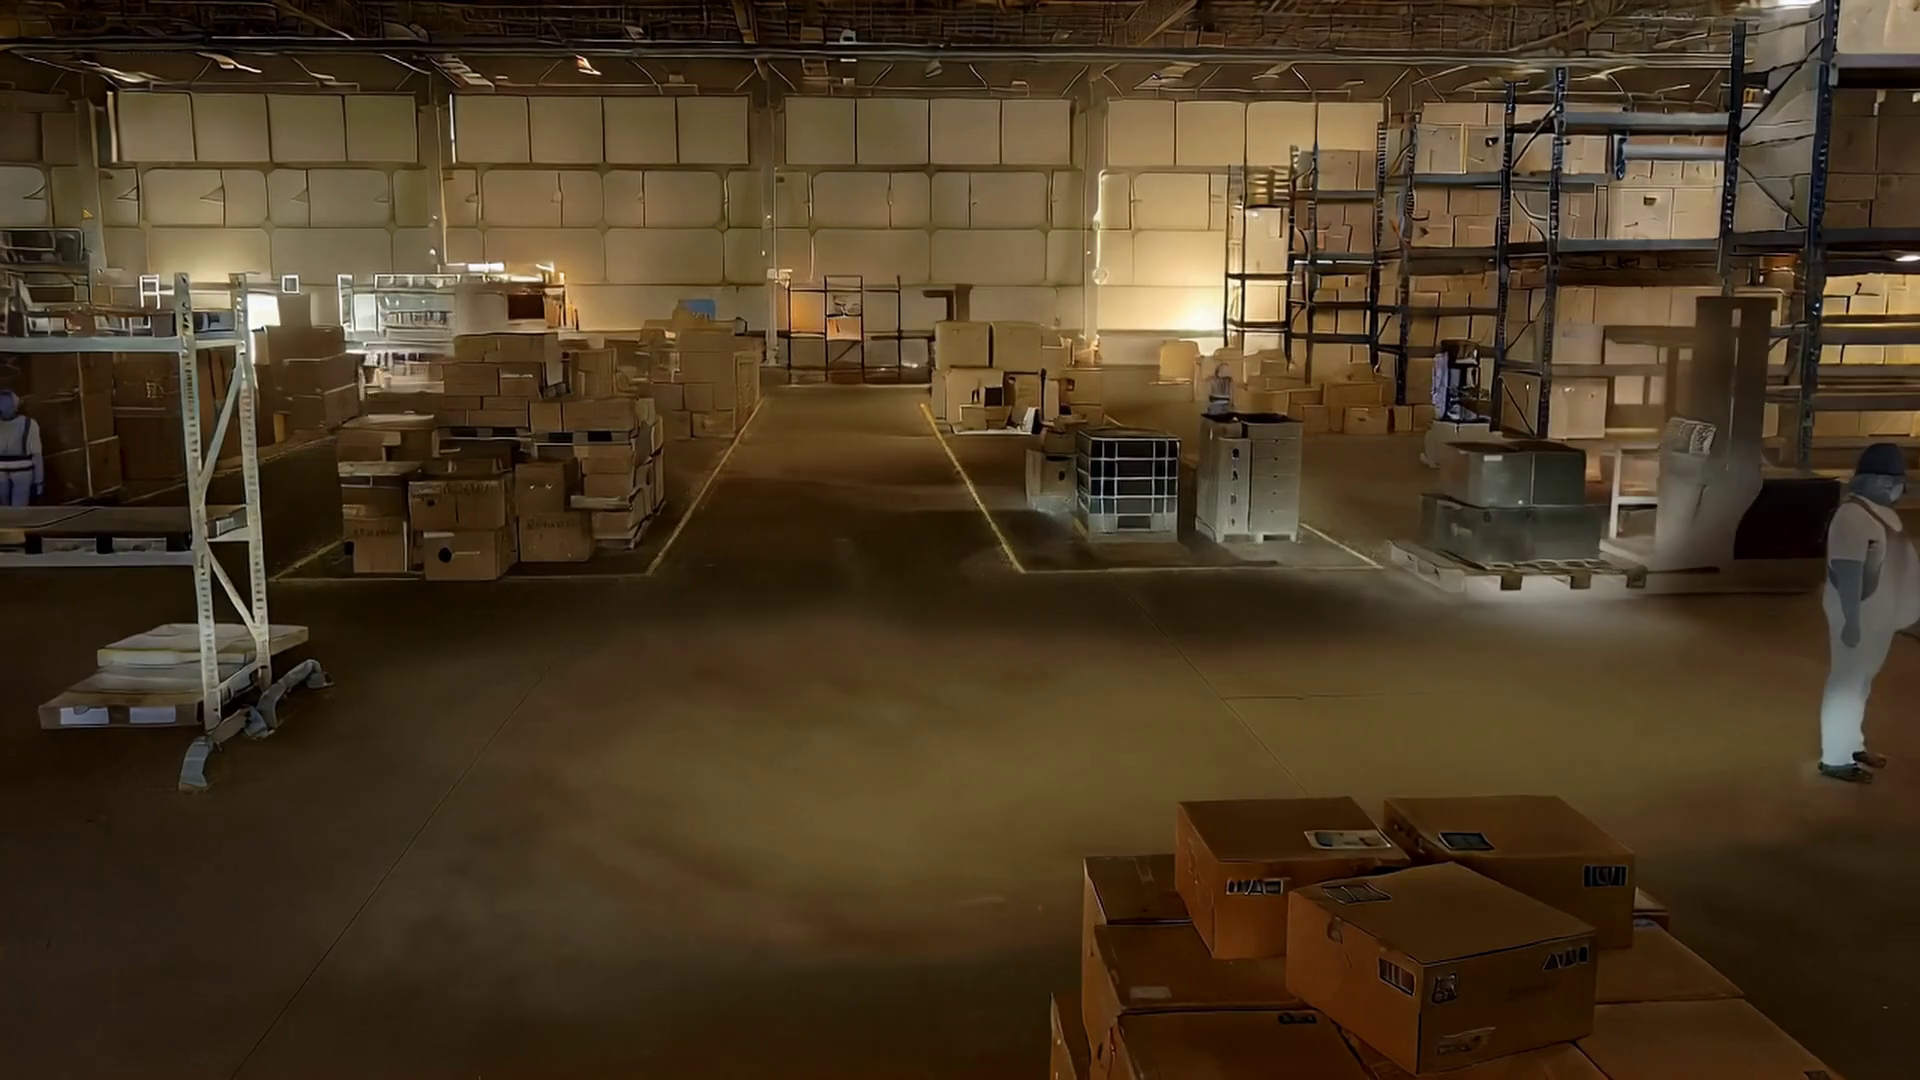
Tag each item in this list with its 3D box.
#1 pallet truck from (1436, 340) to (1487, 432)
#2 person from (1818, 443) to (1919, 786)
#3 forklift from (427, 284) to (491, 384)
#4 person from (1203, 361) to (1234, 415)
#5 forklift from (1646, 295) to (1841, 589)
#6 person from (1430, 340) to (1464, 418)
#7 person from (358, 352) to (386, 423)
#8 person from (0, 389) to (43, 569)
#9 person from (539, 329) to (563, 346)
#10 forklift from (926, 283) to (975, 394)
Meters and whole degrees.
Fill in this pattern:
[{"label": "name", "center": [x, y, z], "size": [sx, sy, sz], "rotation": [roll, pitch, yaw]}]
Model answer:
[{"label": "pallet truck", "center": [8.004, -2.170, 26.422], "size": [0.823, 1.965, 1.885], "rotation": [2, 9, 14]}, {"label": "person", "center": [5.472, 0.429, 9.967], "size": [0.536, 2.000, 0.688], "rotation": [8, 12, 40]}, {"label": "forklift", "center": [-10.652, -4.210, 36.466], "size": [1.873, 2.768, 1.129], "rotation": [3, 9, 16]}, {"label": "person", "center": [4.275, -2.191, 27.758], "size": [0.513, 1.612, 0.774], "rotation": [-3, 9, -16]}, {"label": "forklift", "center": [7.480, -0.987, 16.228], "size": [1.873, 2.768, 1.129], "rotation": [-1, 9, -4]}, {"label": "person", "center": [8.941, -2.768, 30.654], "size": [0.625, 1.847, 0.429], "rotation": [-3, 10, -19]}, {"label": "person", "center": [-10.938, -2.685, 30.860], "size": [0.519, 1.614, 0.751], "rotation": [3, 9, 18]}, {"label": "person", "center": [-9.883, -0.657, 17.381], "size": [0.580, 1.858, 0.826], "rotation": [-2, 9, -10]}, {"label": "person", "center": [-8.656, -3.503, 35.124], "size": [0.685, 1.896, 0.691], "rotation": [-6, 11, -35]}, {"label": "forklift", "center": [0.099, -5.113, 42.135], "size": [1.873, 2.768, 1.129], "rotation": [-1, 9, -4]}]
